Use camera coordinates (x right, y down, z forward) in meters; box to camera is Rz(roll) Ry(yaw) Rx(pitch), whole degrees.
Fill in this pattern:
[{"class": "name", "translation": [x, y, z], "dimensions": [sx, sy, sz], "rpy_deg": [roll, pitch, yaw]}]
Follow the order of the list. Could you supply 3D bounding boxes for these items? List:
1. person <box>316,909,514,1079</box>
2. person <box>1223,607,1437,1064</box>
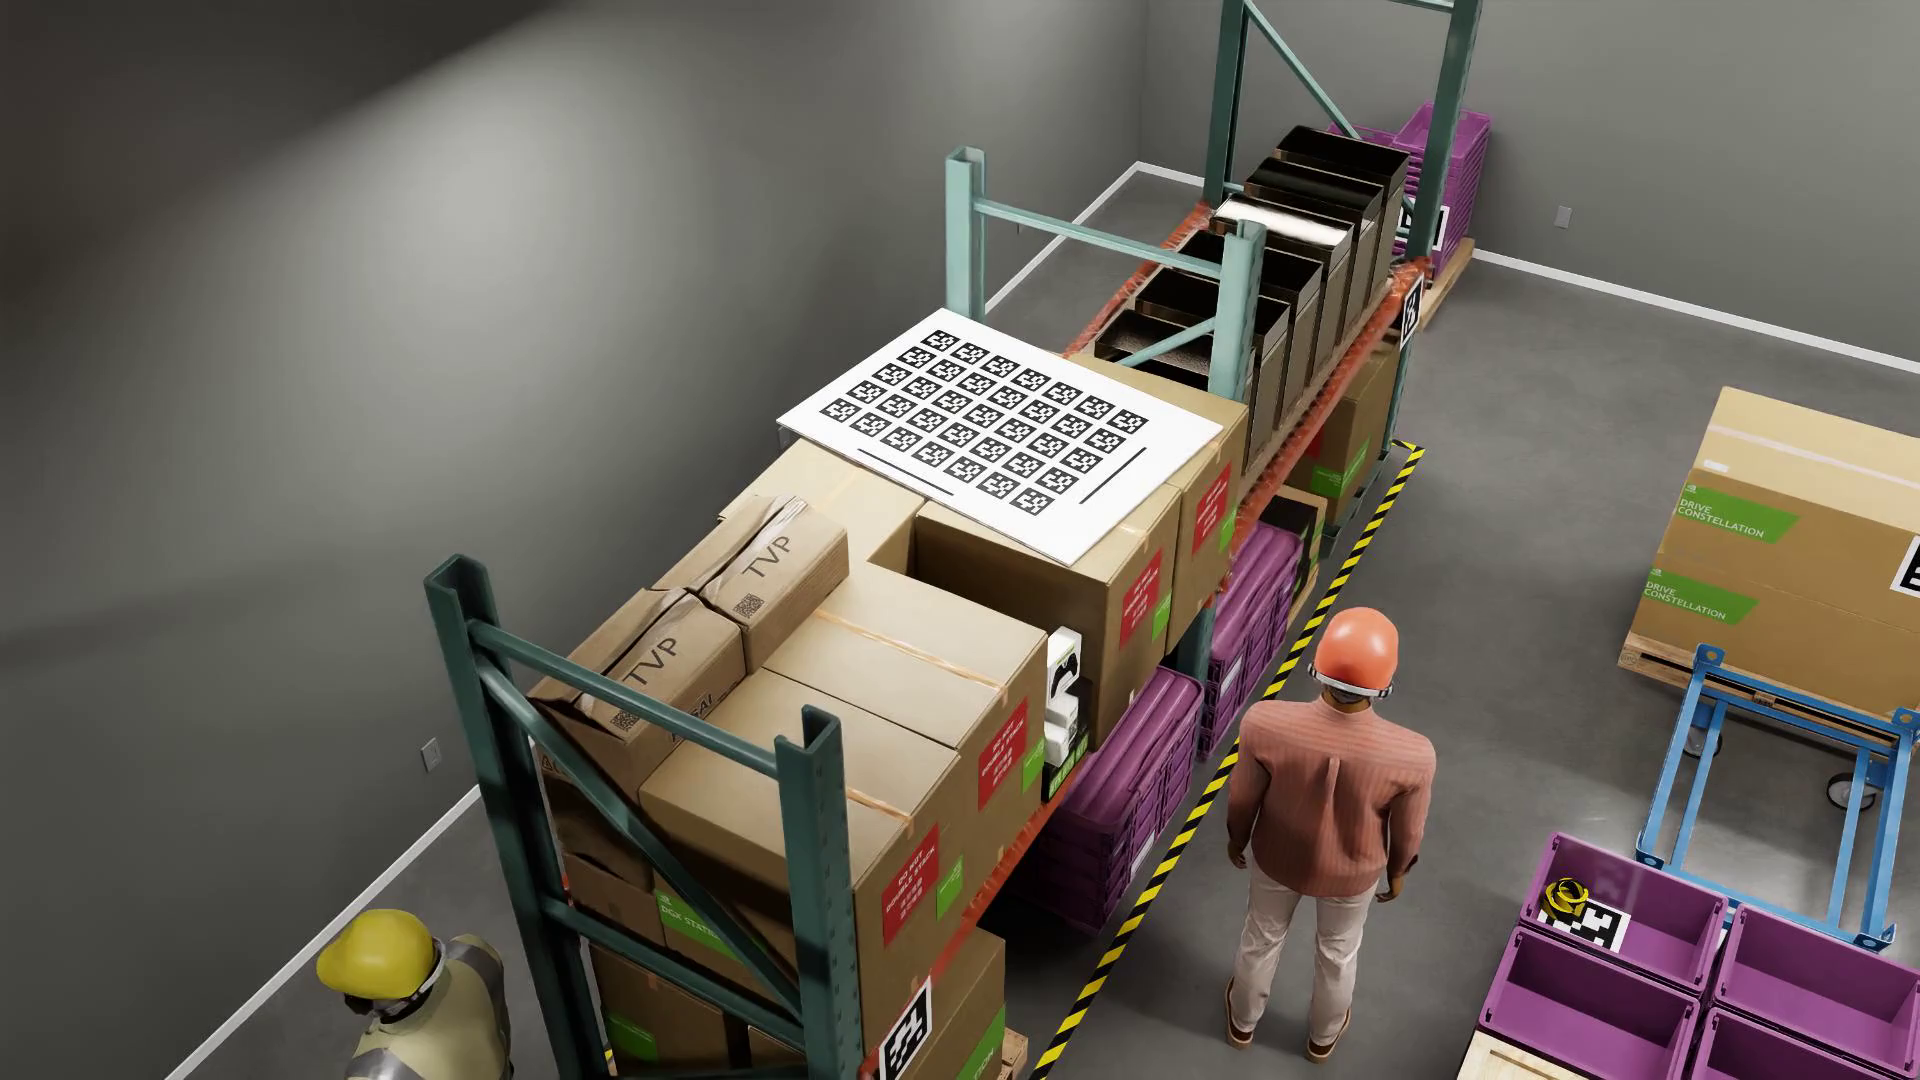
[{"class": "person", "translation": [-1.461, 1.643, 4.717], "dimensions": [0.404, 1.837, 0.595], "rpy_deg": [11, 41, 13]}, {"class": "person", "translation": [1.154, 0.996, 5.367], "dimensions": [0.612, 1.995, 0.376], "rpy_deg": [10, 41, 12]}]
